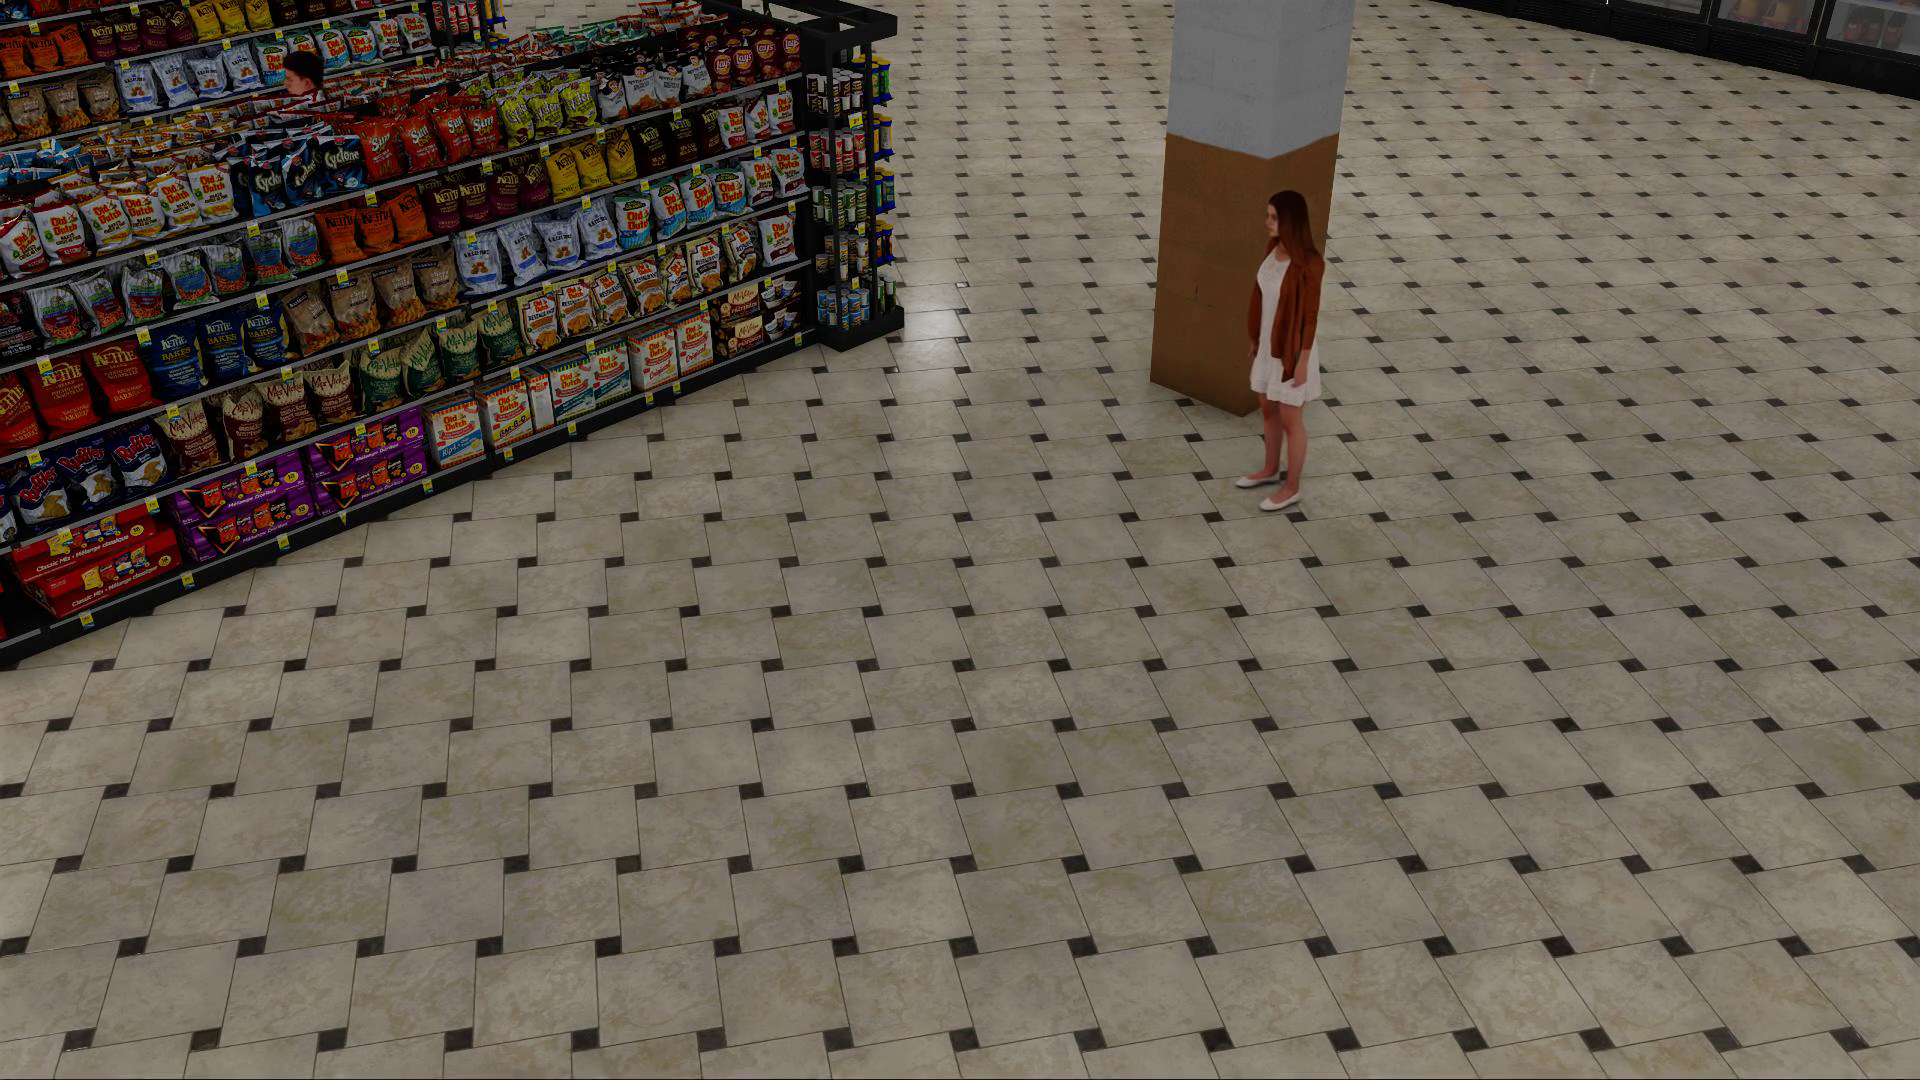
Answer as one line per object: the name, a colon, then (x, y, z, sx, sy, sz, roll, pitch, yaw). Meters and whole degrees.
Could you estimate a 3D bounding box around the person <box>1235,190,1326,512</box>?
person: (1.692, -0.990, 8.590, 0.663, 1.712, 0.686, -15, 35, -22)
